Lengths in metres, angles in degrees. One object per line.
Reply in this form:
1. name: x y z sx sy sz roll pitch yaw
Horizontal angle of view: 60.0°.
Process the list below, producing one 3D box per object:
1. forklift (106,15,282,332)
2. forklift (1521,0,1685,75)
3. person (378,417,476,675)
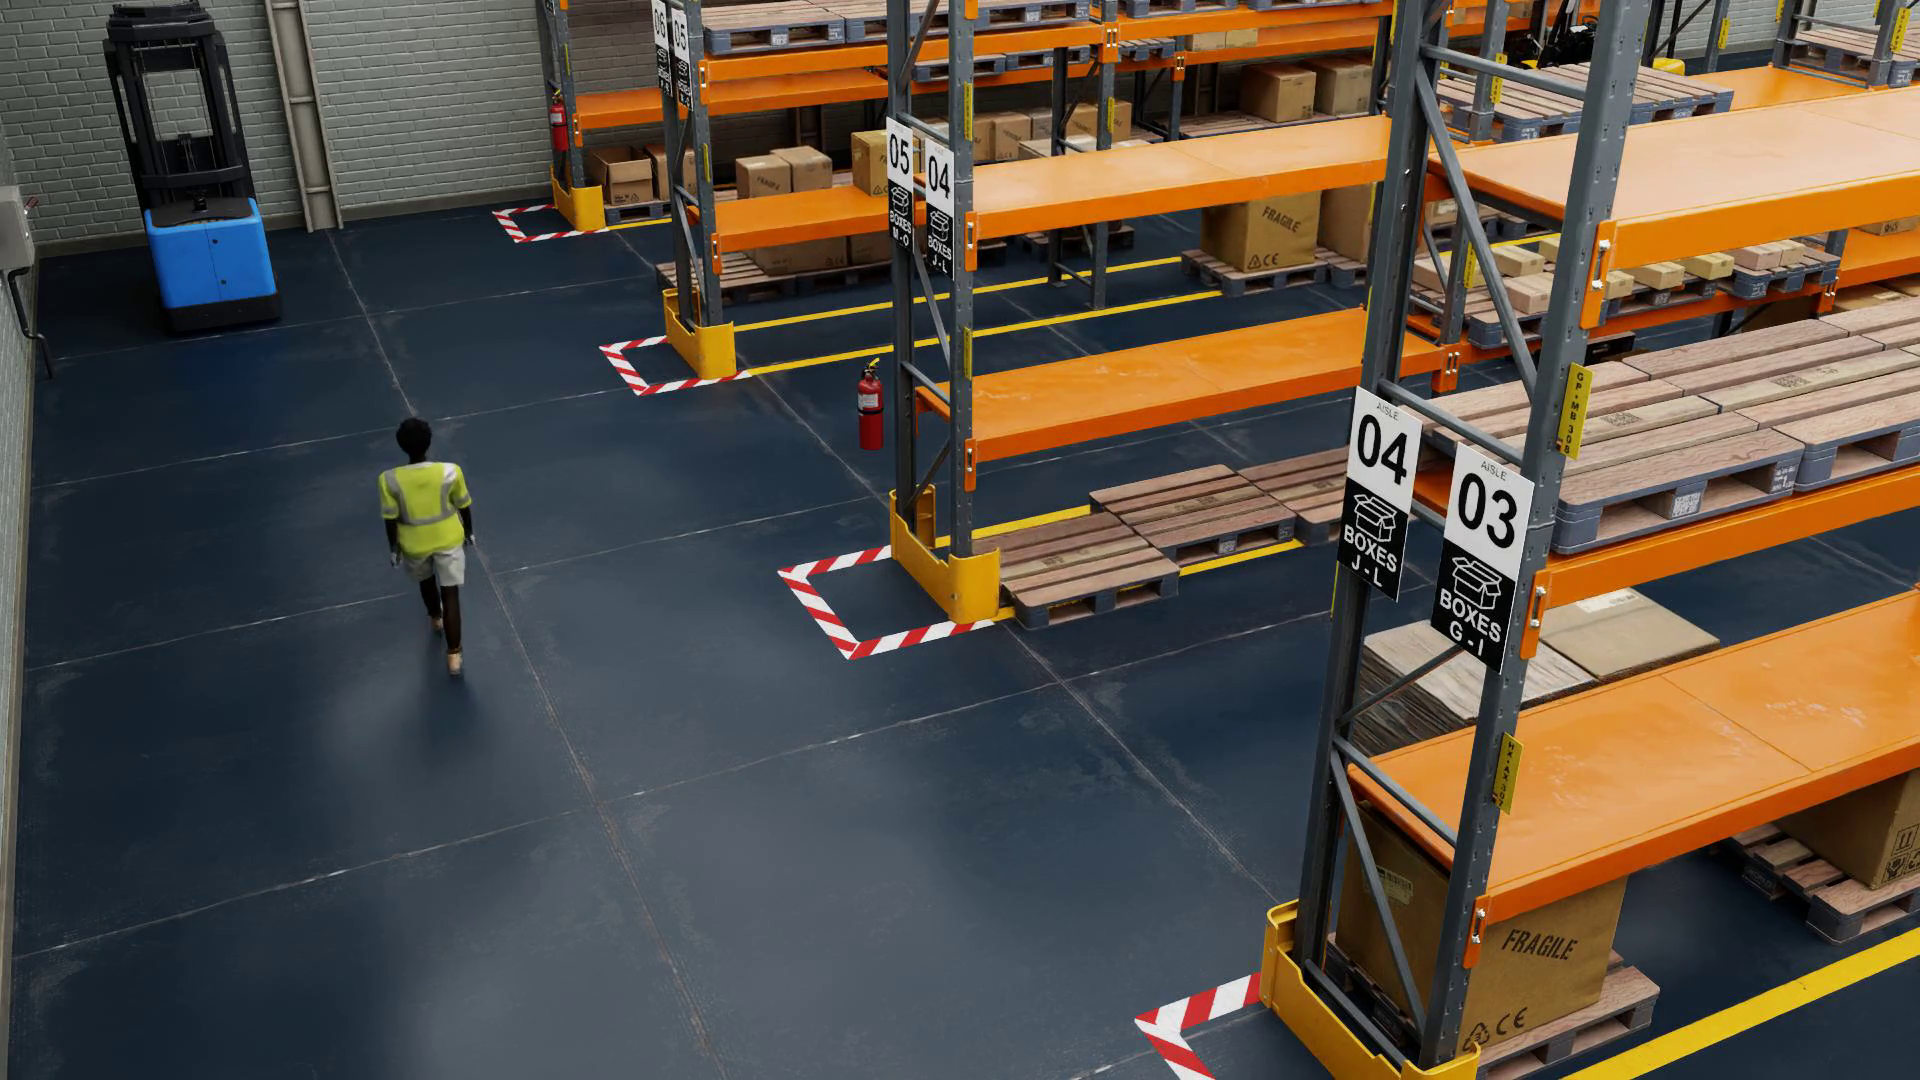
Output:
1. forklift: -7.548 -3.672 16.323 1.129 2.768 1.873 -12 30 -22
2. forklift: 8.950 -6.807 23.056 1.214 2.155 2.313 -12 30 -22
3. person: -3.366 -0.007 10.608 0.543 1.646 0.893 -7 28 -14
